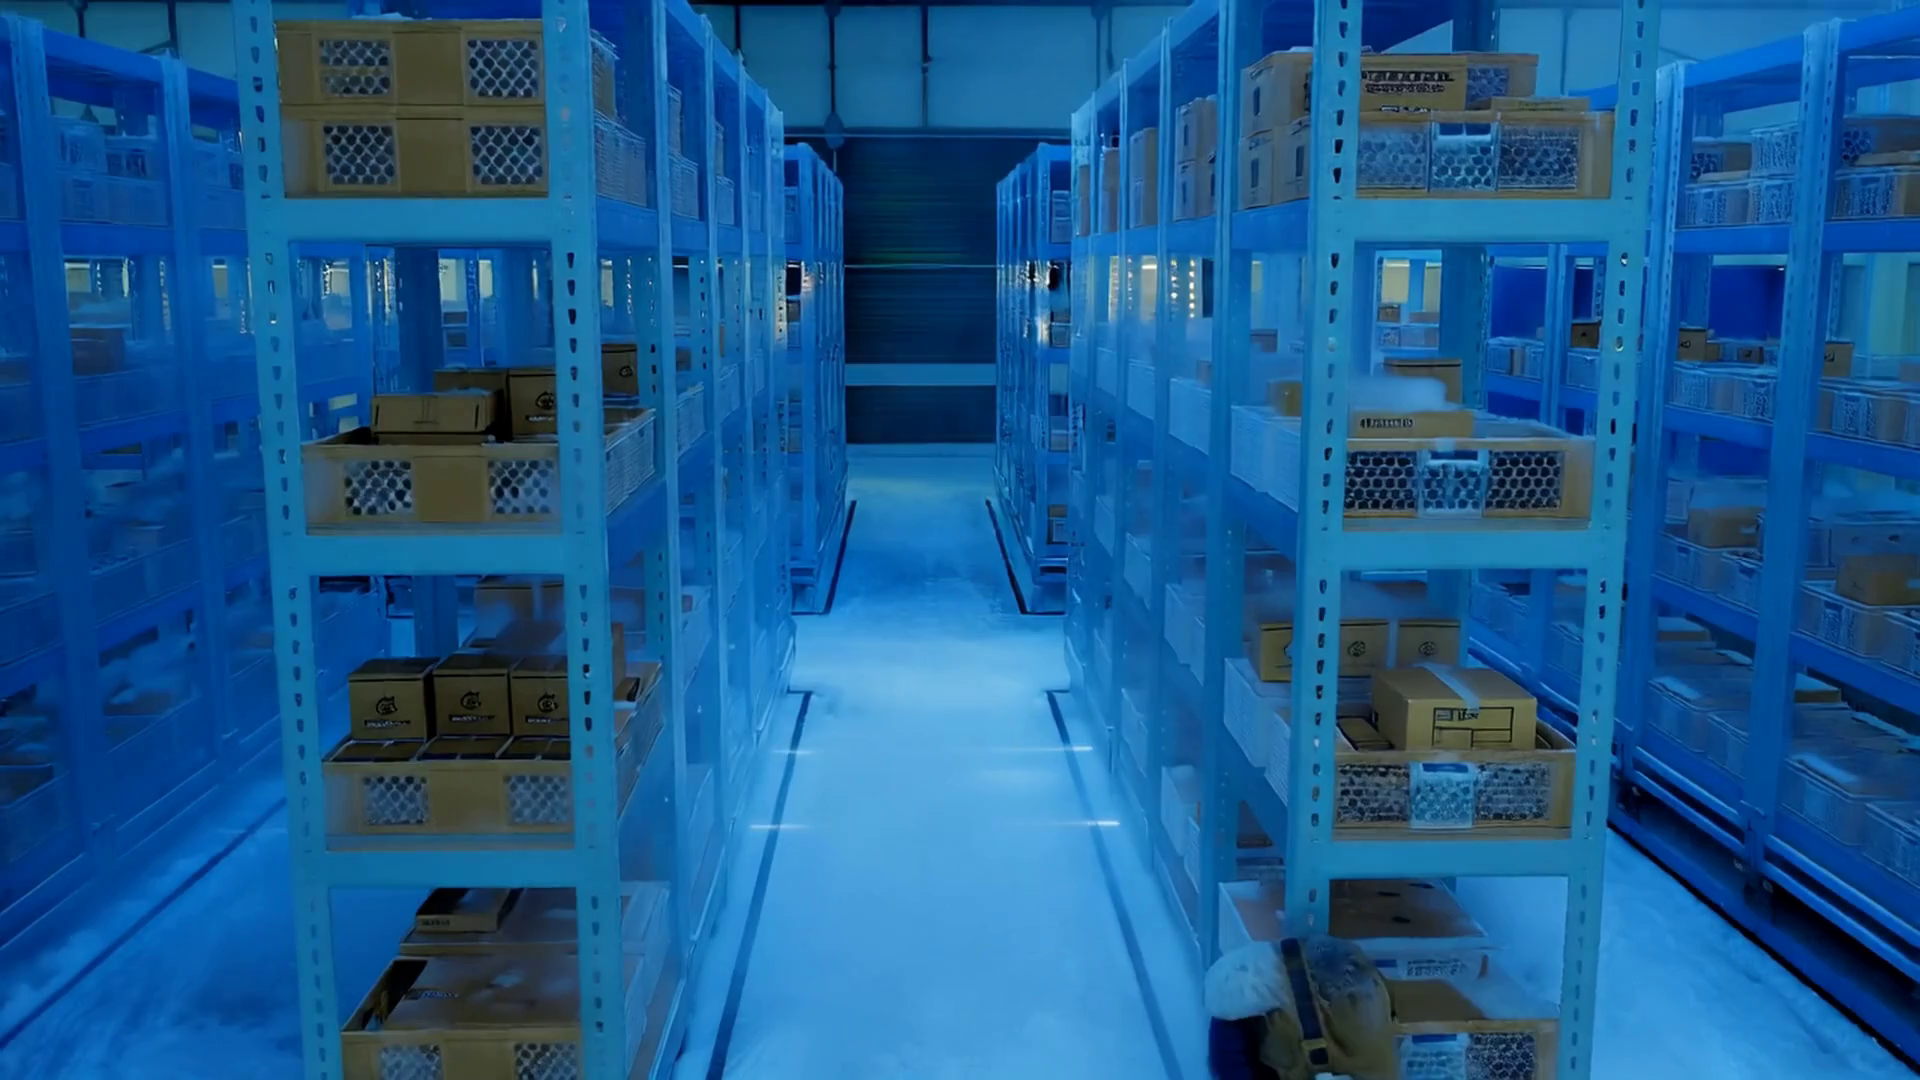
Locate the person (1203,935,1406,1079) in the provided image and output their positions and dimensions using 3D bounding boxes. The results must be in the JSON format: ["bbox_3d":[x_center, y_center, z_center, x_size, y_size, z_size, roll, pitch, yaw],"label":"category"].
[{"bbox_3d":[0.431,1.407,2.095,0.399,1.901,0.642,1,9,5],"label":"person"}]
